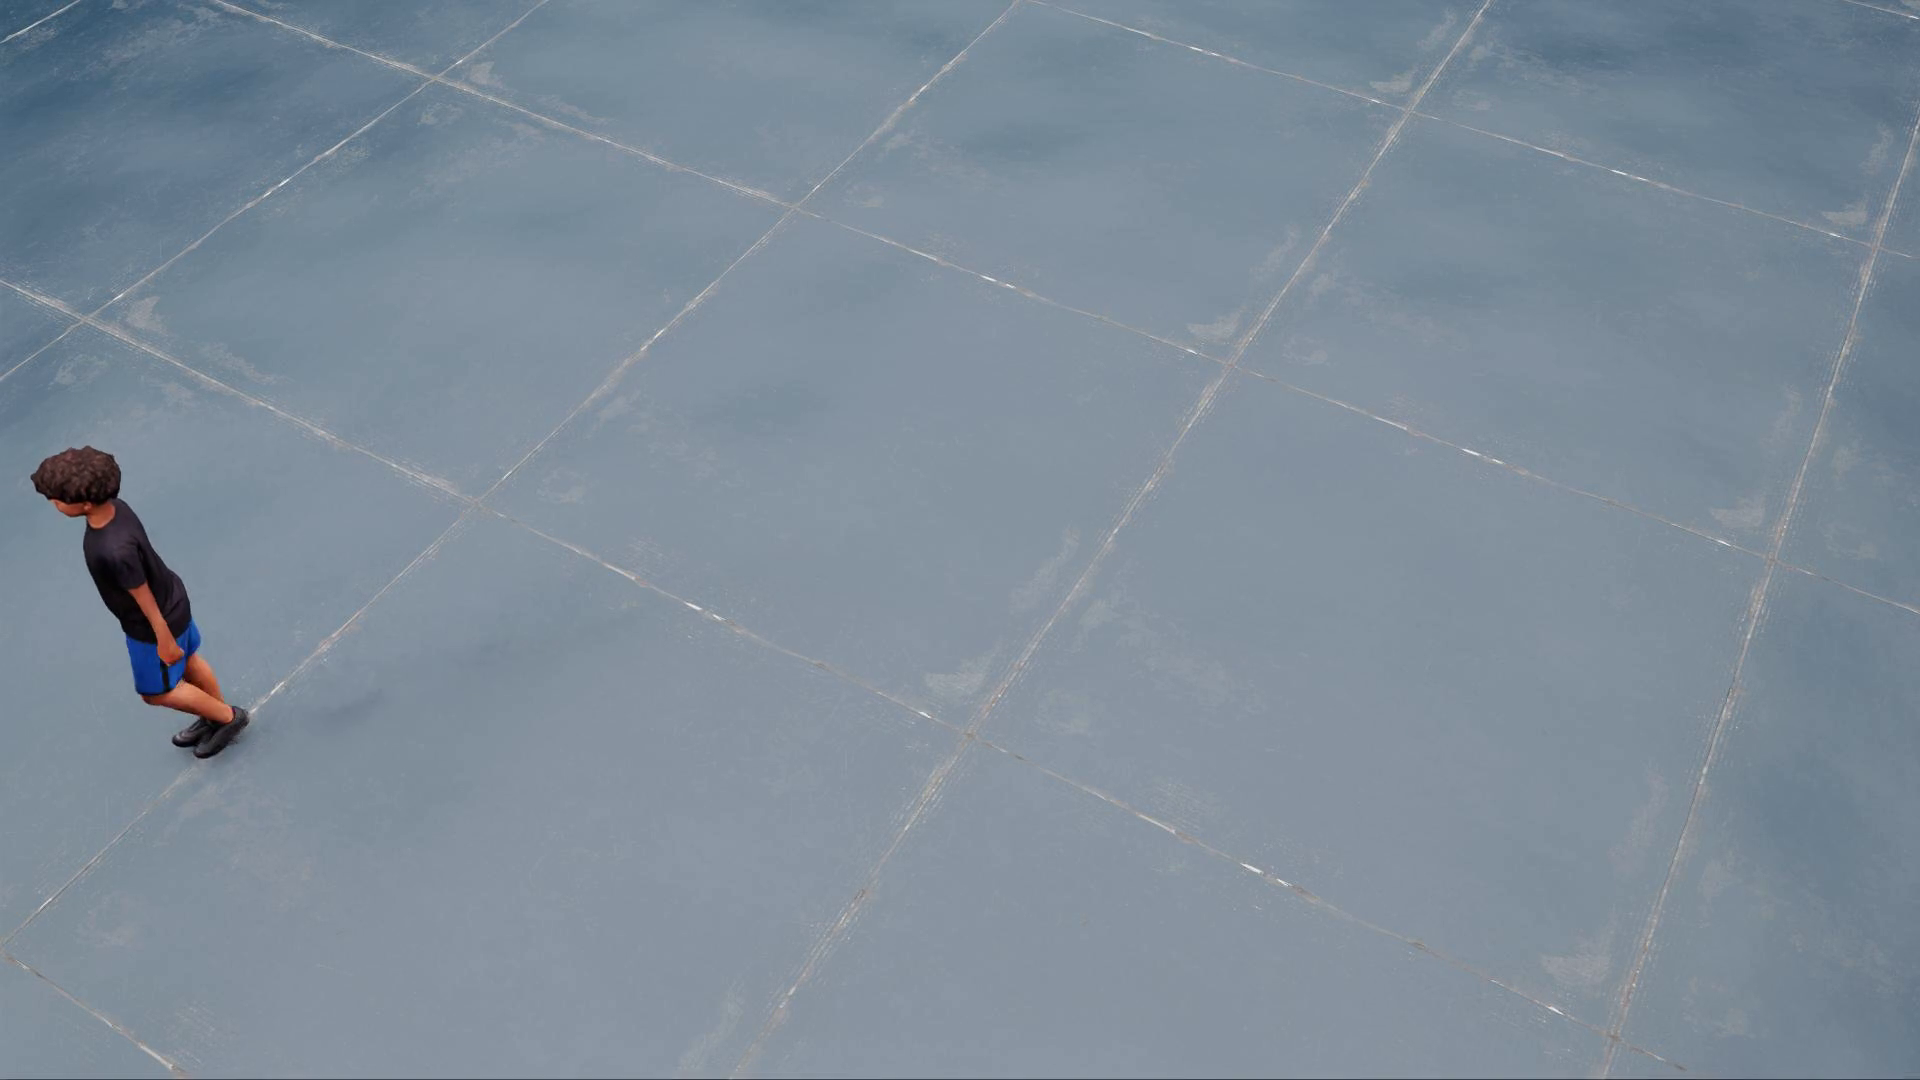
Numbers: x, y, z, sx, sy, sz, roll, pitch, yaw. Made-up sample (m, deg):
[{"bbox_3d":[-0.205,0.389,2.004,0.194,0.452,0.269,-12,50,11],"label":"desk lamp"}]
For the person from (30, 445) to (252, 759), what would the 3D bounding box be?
[{"bbox_3d":[-3.366,0.272,7.099,0.802,1.787,0.697,-23,51,-20],"label":"person"}]
